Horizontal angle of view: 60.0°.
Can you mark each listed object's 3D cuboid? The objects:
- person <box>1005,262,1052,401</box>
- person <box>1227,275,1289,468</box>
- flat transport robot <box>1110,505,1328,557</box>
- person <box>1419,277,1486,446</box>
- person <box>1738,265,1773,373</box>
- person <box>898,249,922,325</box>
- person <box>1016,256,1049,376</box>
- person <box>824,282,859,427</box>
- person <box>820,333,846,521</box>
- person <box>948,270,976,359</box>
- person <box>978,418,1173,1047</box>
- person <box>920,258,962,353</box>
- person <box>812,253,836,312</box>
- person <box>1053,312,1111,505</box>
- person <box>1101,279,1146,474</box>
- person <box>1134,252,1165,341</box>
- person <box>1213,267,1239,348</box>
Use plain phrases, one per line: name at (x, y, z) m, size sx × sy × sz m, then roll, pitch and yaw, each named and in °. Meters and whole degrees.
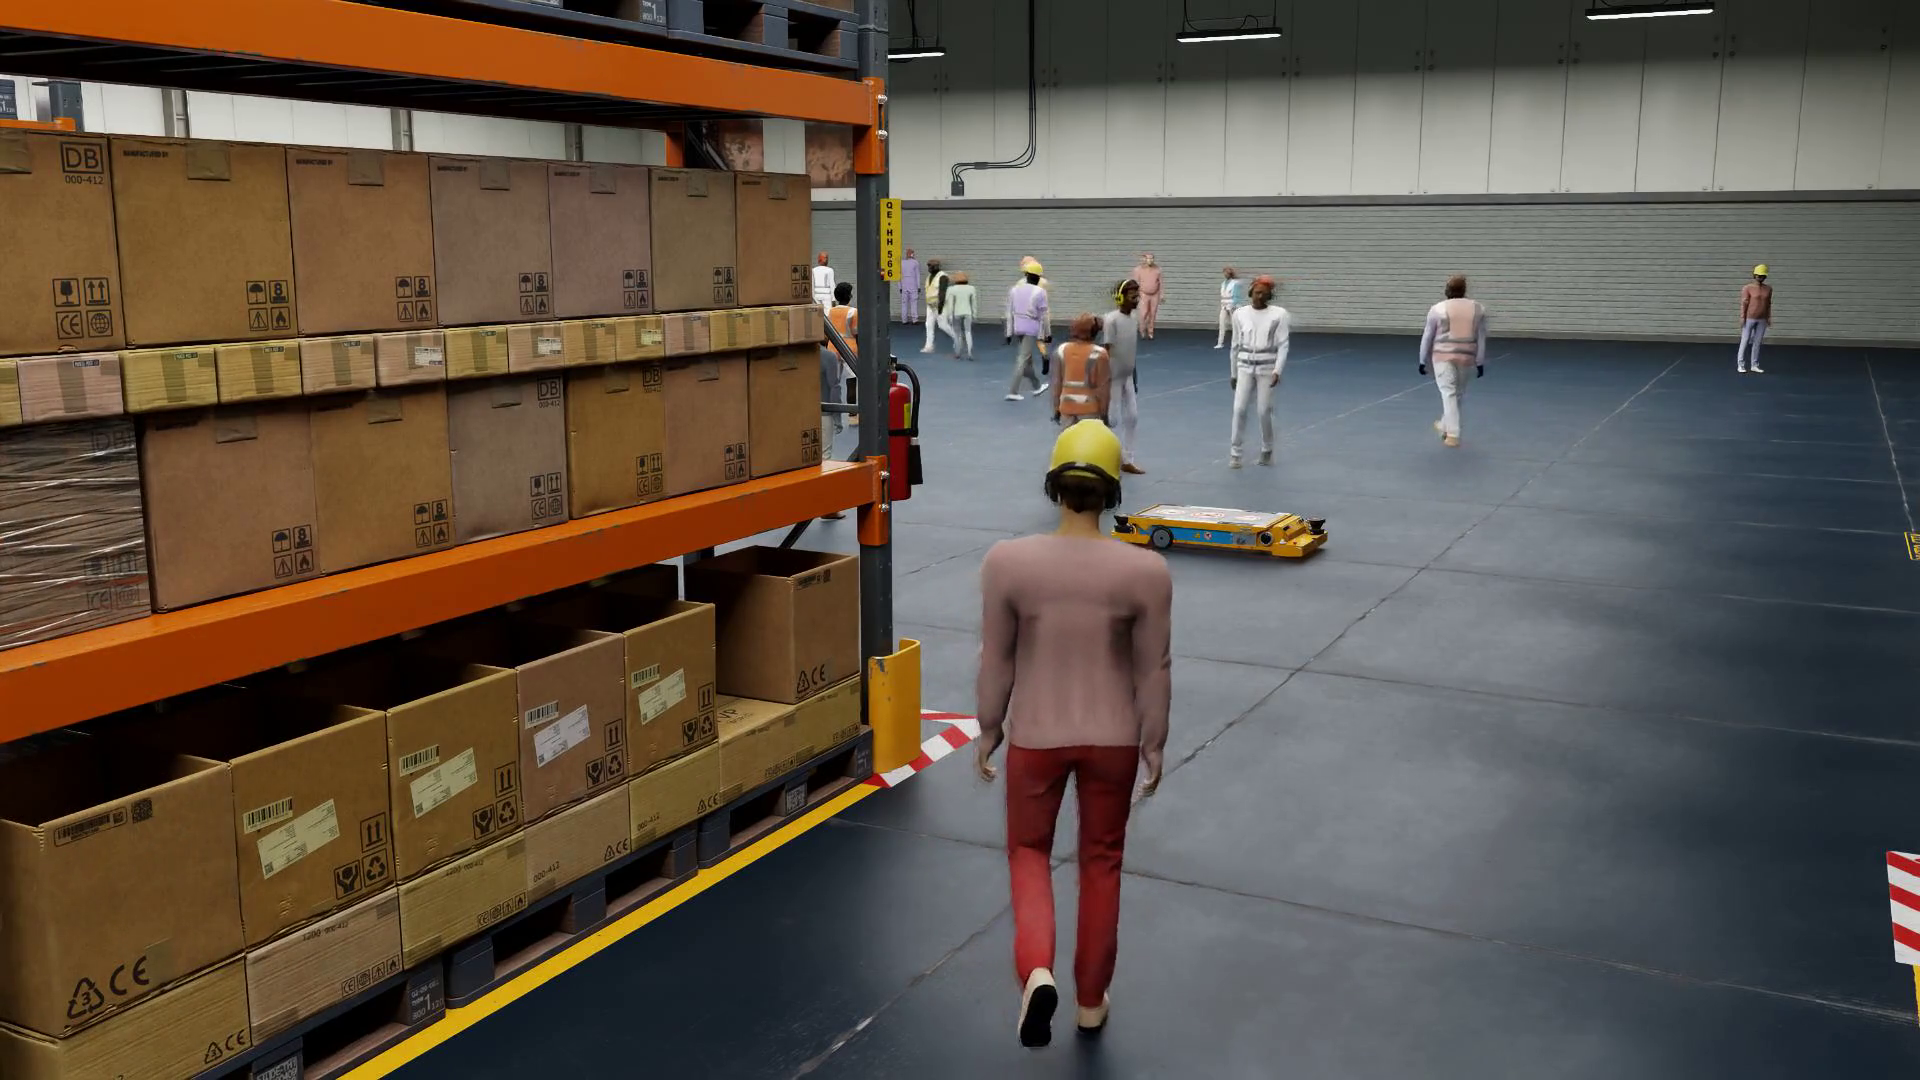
person at (0.977, -2.852, 22.756) m, size 0.592 × 1.873 × 1.015 m, roll 10°, pitch 14°, yaw 44°
person at (2.907, -1.625, 16.111) m, size 0.591 × 1.861 × 0.589 m, roll 5°, pitch 11°, yaw 24°
flat transport robot at (1.871, -0.084, 12.032) m, size 1.431 × 0.197 × 0.652 m, roll 5°, pitch 12°, yaw 27°
person at (5.288, -1.938, 17.982) m, size 0.654 × 1.789 × 0.945 m, roll -1°, pitch 10°, yaw -5°
person at (13.019, -3.611, 27.190) m, size 0.533 × 1.765 × 0.329 m, roll -1°, pitch 10°, yaw -7°
person at (-1.247, -6.362, 41.820) m, size 0.639 × 1.903 × 0.406 m, roll 5°, pitch 12°, yaw 27°
person at (1.165, -3.519, 26.278) m, size 0.551 × 1.917 × 0.692 m, roll -4°, pitch 11°, yaw -19°
person at (-1.363, -2.176, 19.547) m, size 0.531 × 1.698 × 0.320 m, roll 5°, pitch 12°, yaw 27°
person at (-1.144, -0.963, 13.104) m, size 0.499 × 1.633 × 0.281 m, roll 5°, pitch 12°, yaw 27°
person at (0.050, -4.052, 29.994) m, size 0.507 × 1.619 × 0.613 m, roll -1°, pitch 10°, yaw -7°
person at (0.310, 0.554, 4.518) m, size 0.538 × 1.750 × 0.523 m, roll 1°, pitch 10°, yaw 4°
person at (-0.373, -4.490, 31.876) m, size 0.788 × 1.809 × 0.613 m, roll -9°, pitch 13°, yaw -39°
person at (-2.809, -4.965, 34.250) m, size 0.573 × 1.883 × 0.354 m, roll 5°, pitch 12°, yaw 27°
person at (0.986, -1.036, 13.513) m, size 0.530 × 1.623 × 0.392 m, roll 8°, pitch 13°, yaw 36°
person at (1.451, -1.542, 15.709) m, size 0.644 × 1.843 × 0.569 m, roll 9°, pitch 14°, yaw 41°
person at (4.055, -5.196, 35.508) m, size 0.665 × 1.883 × 0.675 m, roll -1°, pitch 10°, yaw -7°
person at (5.416, -4.626, 33.118) m, size 0.723 × 1.617 × 0.513 m, roll -7°, pitch 13°, yaw -35°
